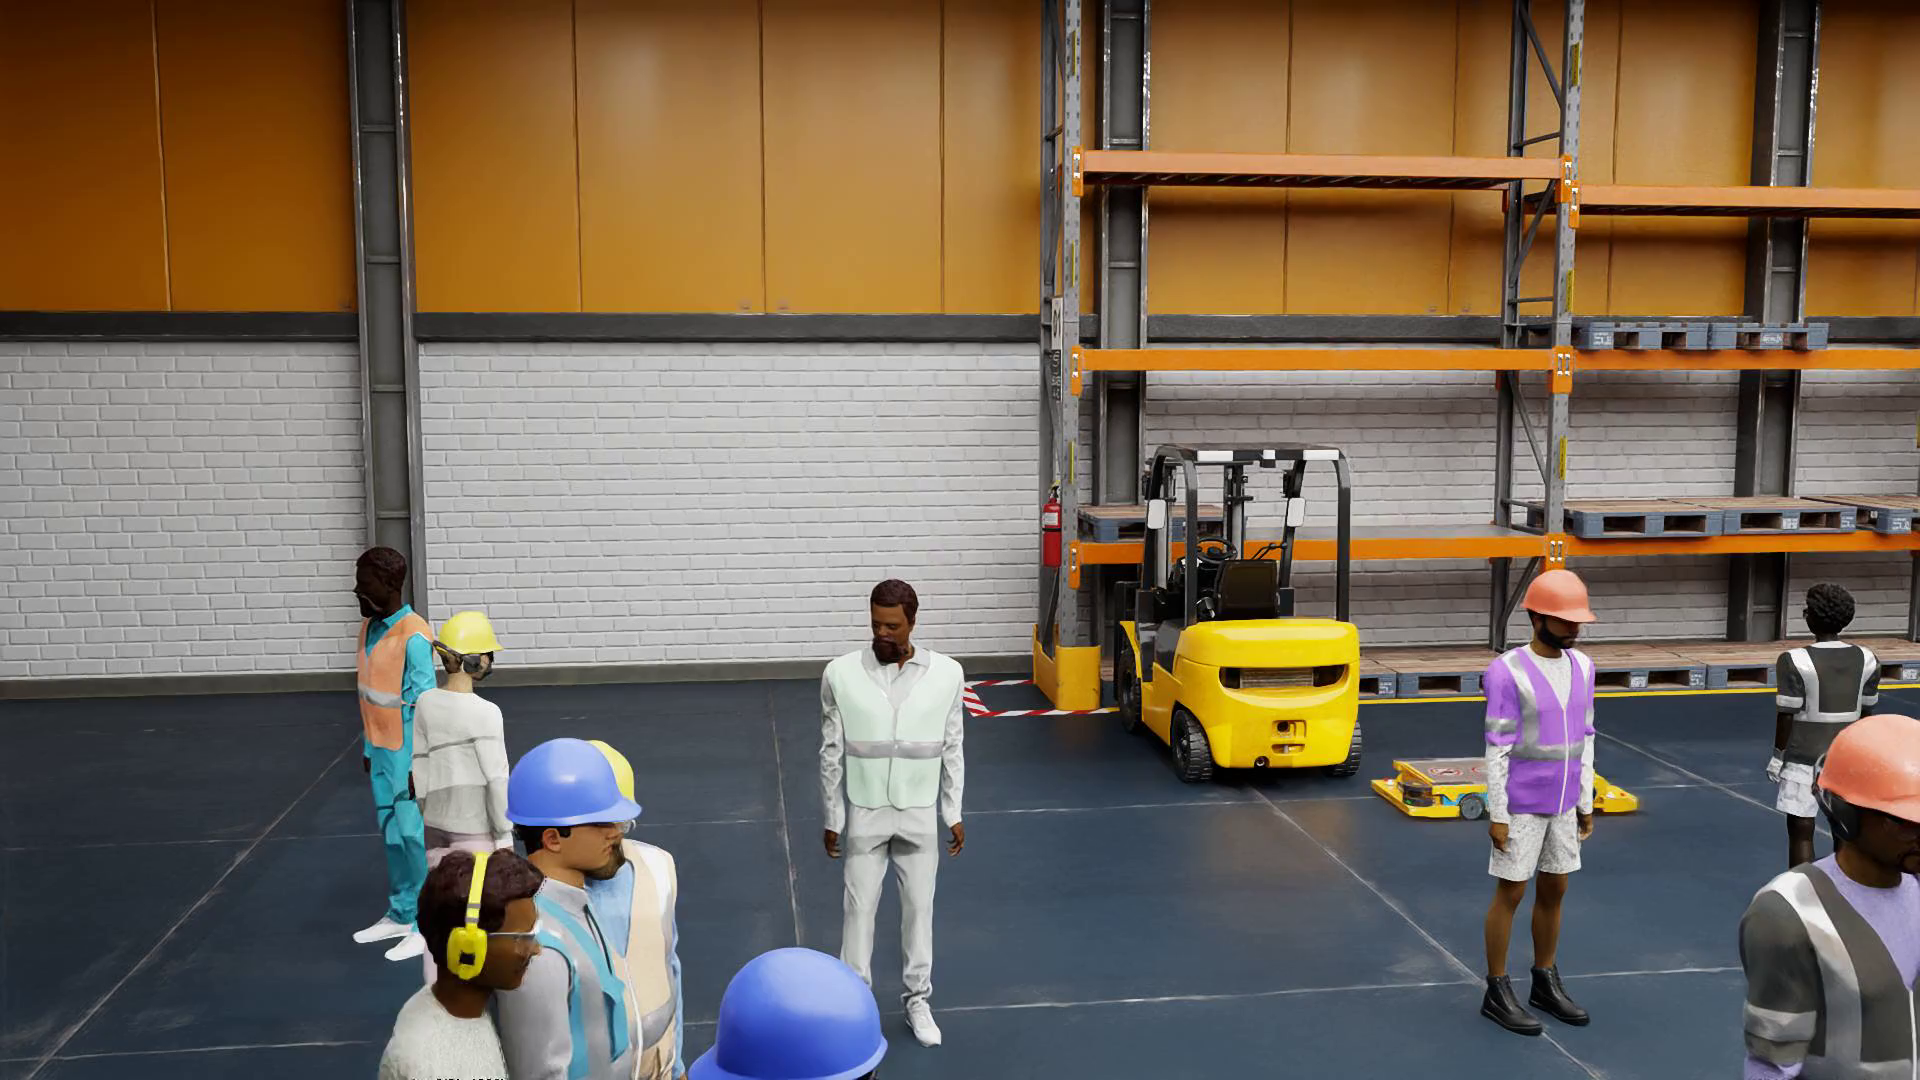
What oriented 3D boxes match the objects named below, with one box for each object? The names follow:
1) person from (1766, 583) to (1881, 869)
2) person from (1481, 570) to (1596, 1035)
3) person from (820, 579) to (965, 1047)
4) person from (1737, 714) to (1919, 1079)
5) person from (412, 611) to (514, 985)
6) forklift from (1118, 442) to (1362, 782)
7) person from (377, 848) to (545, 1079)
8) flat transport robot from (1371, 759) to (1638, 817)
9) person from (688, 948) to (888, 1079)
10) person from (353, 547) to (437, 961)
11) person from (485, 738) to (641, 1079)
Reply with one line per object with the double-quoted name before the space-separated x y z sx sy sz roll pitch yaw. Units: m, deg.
"person" 4.177 1.054 8.075 0.535 1.700 0.318 -1 7 -9
"person" 2.419 1.076 6.889 0.544 1.930 0.388 -3 7 -24
"person" -0.270 1.099 6.751 0.590 1.914 0.391 -1 7 -8
"person" 2.028 1.385 3.762 0.608 2.035 0.421 -3 7 -22
"person" -2.001 1.168 6.785 0.533 1.767 0.326 5 8 35
"forklift" 1.912 0.418 11.496 1.214 2.155 2.313 -1 7 -8
"person" -0.997 1.530 3.270 0.403 1.862 0.655 -1 7 -9
"flat transport robot" 3.342 1.511 10.266 1.431 0.197 0.652 -1 7 -6
"person" -0.194 1.568 2.554 0.415 1.939 0.604 2 7 16
"person" -2.615 0.979 7.779 0.383 1.918 0.591 -6 9 -41
"person" -0.924 1.414 3.836 0.403 1.948 0.605 -1 7 -11
